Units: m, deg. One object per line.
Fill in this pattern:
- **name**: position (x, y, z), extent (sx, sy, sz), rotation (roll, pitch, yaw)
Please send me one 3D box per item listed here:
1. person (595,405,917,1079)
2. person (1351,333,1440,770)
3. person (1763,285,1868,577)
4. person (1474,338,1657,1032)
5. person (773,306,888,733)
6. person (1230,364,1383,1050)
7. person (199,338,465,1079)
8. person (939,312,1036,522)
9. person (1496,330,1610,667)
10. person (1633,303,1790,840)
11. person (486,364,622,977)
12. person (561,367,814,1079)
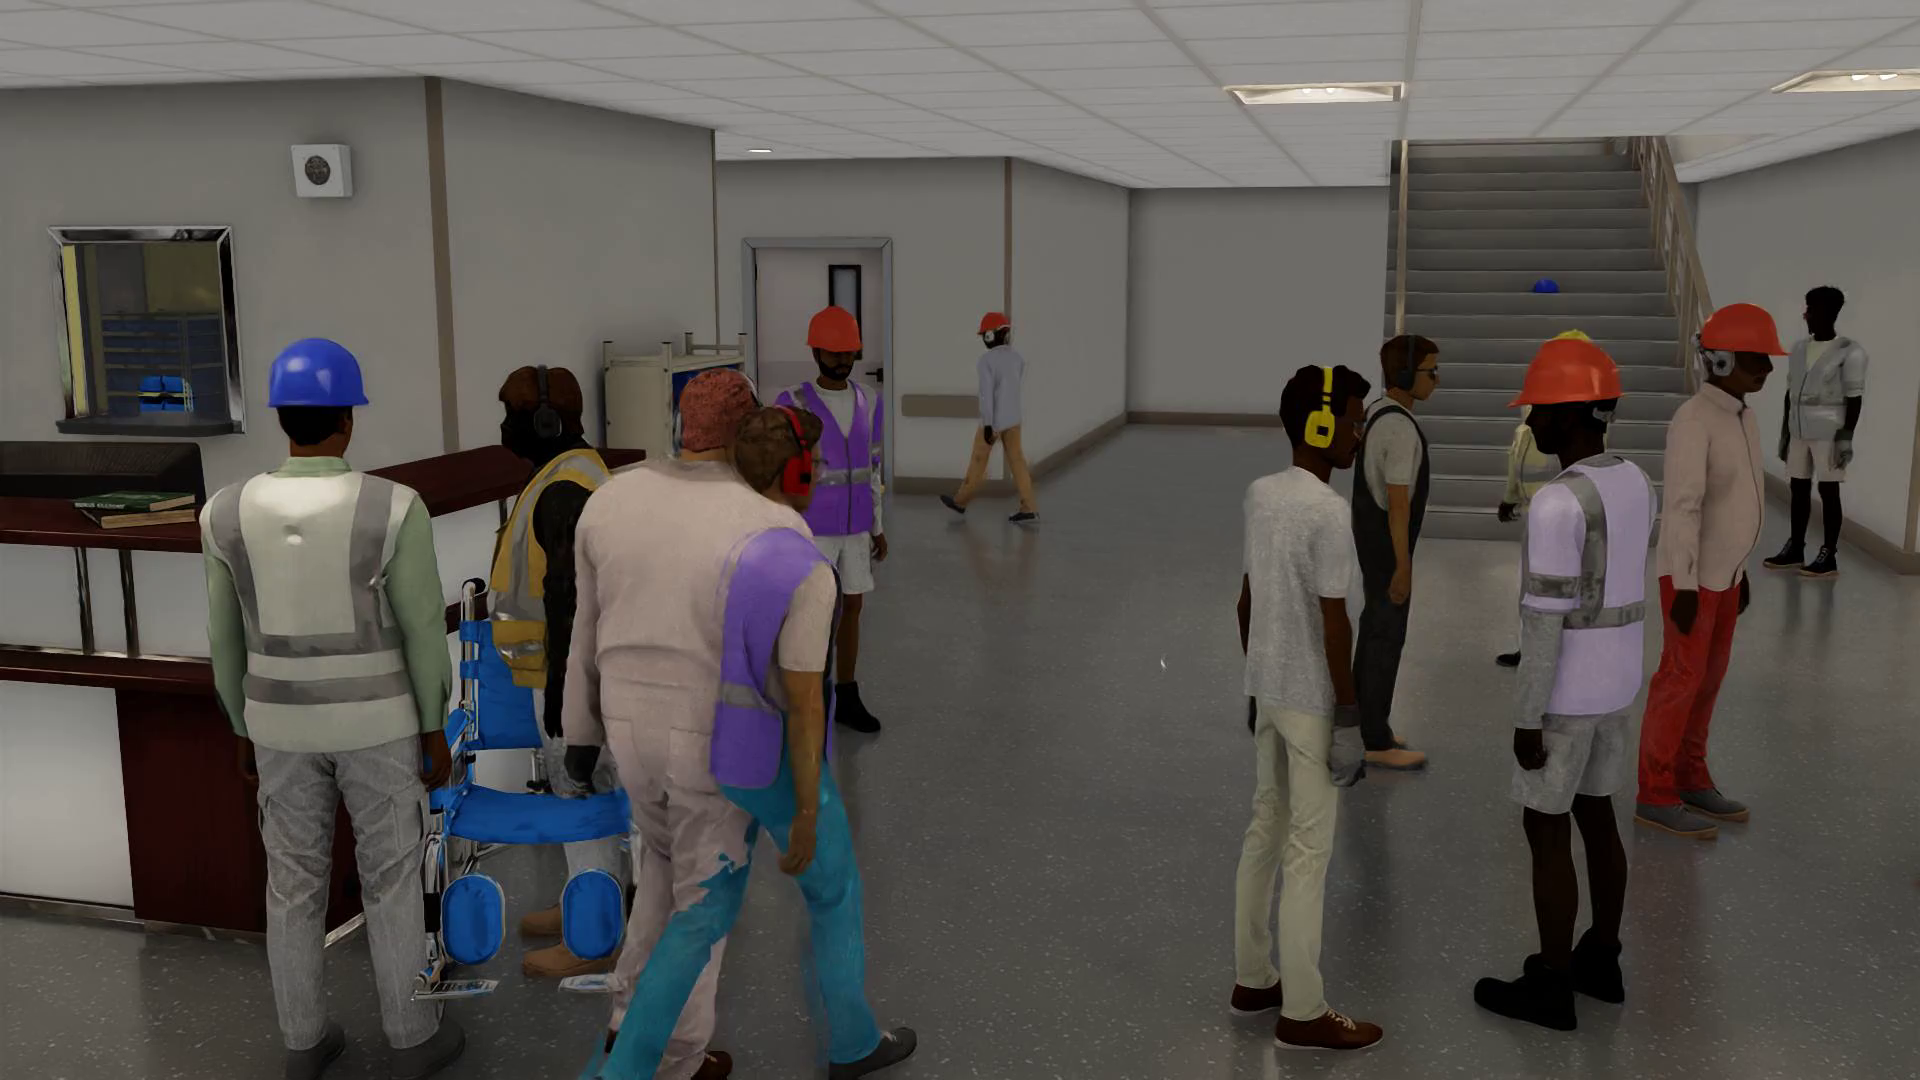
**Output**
- **person**: position (-0.524, 0.569, 4.093), extent (0.555, 1.802, 0.932), rotation (9, 13, 43)
- **person**: position (1.814, 0.055, 6.994), extent (0.347, 1.840, 0.509), rotation (0, 10, 2)
- **person**: position (5.806, -0.732, 11.262), extent (0.393, 1.959, 0.654), rotation (-3, 10, -18)
- **person**: position (1.693, 0.405, 4.669), extent (0.550, 1.928, 0.389), rotation (-9, 13, -42)
- **person**: position (-0.555, -0.068, 7.417), extent (0.551, 1.934, 0.373), rotation (-7, 12, -34)
- **person**: position (0.945, 0.454, 4.561), extent (0.331, 1.865, 0.519), rotation (-3, 10, -18)
- **person**: position (-1.591, 0.463, 4.259), extent (0.601, 1.948, 0.387), rotation (0, 10, 2)
- **person**: position (0.268, -1.000, 13.606), extent (0.930, 1.697, 0.578), rotation (9, 13, 43)
- **person**: position (3.008, -0.175, 8.480), extent (0.407, 1.804, 0.734), rotation (-2, 10, -13)
- **person**: position (2.809, 0.117, 6.198), extent (0.410, 1.986, 0.609), rotation (9, 13, 41)
- **person**: position (-1.209, 0.386, 5.061), extent (0.430, 1.838, 0.625), rotation (-3, 10, -16)
- **person**: position (-0.662, 0.510, 4.197), extent (0.674, 1.870, 0.463), rotation (4, 10, 23)
